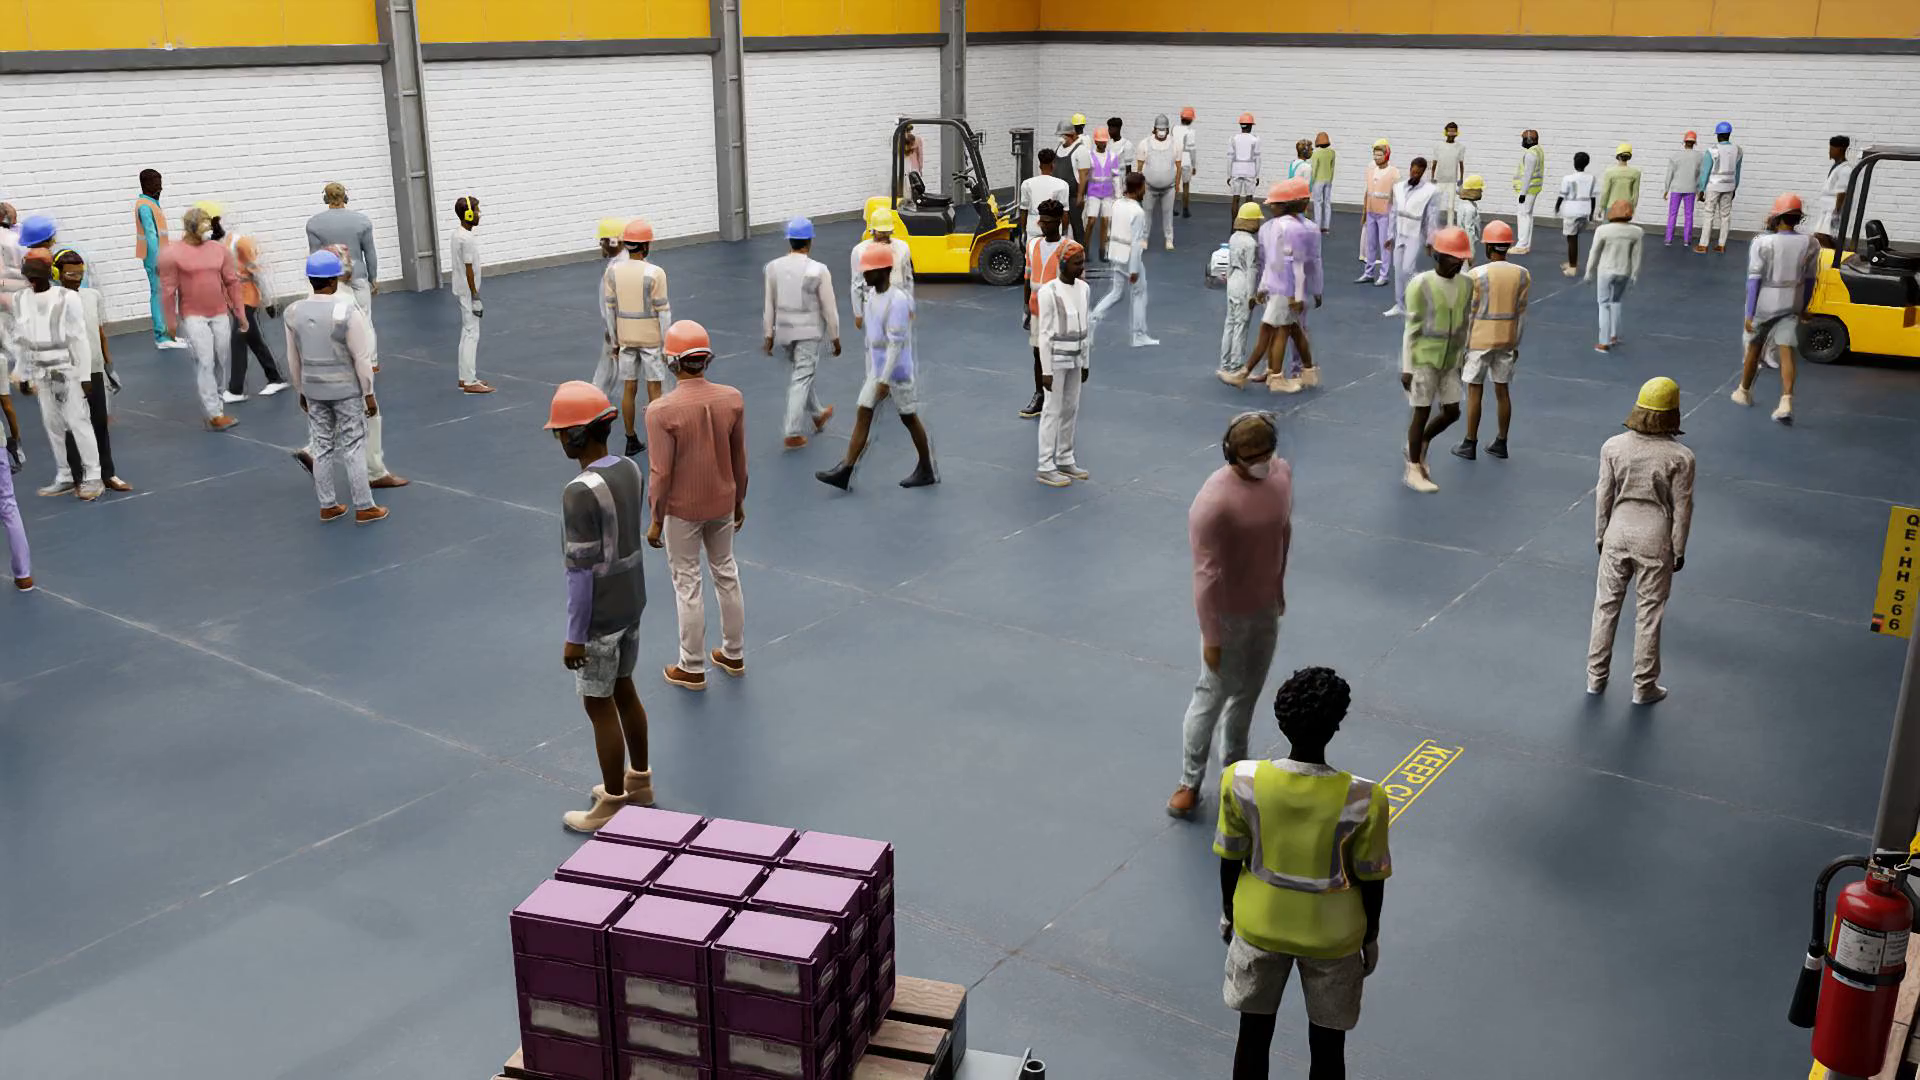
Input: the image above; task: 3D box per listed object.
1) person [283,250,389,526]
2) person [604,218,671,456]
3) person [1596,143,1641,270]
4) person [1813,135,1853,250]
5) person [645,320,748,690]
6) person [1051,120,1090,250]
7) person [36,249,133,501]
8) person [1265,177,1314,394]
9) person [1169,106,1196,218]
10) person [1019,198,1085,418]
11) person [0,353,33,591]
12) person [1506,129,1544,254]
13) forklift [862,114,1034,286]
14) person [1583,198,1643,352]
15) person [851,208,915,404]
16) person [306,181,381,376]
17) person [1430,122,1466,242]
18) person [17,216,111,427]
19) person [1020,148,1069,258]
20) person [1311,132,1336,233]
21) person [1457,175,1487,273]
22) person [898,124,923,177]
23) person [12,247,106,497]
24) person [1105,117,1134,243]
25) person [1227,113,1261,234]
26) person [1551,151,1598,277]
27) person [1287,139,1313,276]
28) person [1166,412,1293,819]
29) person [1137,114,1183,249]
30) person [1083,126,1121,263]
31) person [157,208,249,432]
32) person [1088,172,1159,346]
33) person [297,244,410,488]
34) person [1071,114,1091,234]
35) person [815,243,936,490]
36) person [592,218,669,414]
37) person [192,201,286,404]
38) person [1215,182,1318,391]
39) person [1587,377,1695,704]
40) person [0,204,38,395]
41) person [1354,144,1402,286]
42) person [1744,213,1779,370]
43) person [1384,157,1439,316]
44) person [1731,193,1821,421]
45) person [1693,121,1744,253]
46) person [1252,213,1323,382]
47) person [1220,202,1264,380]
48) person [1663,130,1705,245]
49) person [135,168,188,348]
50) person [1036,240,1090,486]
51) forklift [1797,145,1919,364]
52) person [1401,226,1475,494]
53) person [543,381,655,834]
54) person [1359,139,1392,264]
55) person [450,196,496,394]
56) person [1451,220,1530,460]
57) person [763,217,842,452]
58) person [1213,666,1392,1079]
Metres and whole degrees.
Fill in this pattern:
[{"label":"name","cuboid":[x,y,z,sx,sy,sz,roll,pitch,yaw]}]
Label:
[{"label":"person","cuboid":[-4.399,-1.057,11.713,0.614,1.947,0.388,4,18,12]},{"label":"person","cuboid":[-2.585,-1.635,13.539,0.553,1.935,0.363,5,19,16]},{"label":"person","cuboid":[9.164,-4.628,23.177,0.533,1.767,0.323,0,18,-1]},{"label":"person","cuboid":[11.760,-4.442,22.305,0.535,1.948,0.604,4,18,12]},{"label":"person","cuboid":[-1.413,-0.185,8.909,0.625,1.992,0.389,-16,24,-42]},{"label":"person","cuboid":[1.546,-5.059,24.081,0.537,2.000,0.699,-14,23,-38]},{"label":"person","cuboid":[-6.536,-1.236,12.411,0.329,1.865,0.512,10,20,29]},{"label":"person","cuboid":[3.123,-2.414,15.828,0.399,2.040,0.611,0,18,-1]},{"label":"person","cuboid":[3.899,-6.642,29.212,0.558,1.932,0.374,16,24,41]},{"label":"person","cuboid":[0.803,-2.028,14.717,0.613,1.964,0.361,13,22,35]},{"label":"person","cuboid":[-6.091,-0.559,10.300,0.508,1.862,0.326,-12,21,-32]},{"label":"person","cuboid":[8.486,-5.210,24.901,0.429,1.830,0.635,8,20,25]},{"label":"forklift","cuboid":[-0.171,-4.594,22.377,2.313,2.155,1.214,1,18,3]},{"label":"person","cuboid":[6.976,-2.835,17.816,0.510,1.616,0.519,-1,18,-2]},{"label":"person","cuboid":[-0.706,-2.156,15.362,0.604,1.818,0.403,-7,19,-21]},{"label":"person","cuboid":[-6.077,-2.566,16.454,0.629,1.936,0.373,-7,19,-20]},{"label":"person","cuboid":[7.643,-5.614,26.115,0.508,1.861,0.326,4,18,12]},{"label":"person","cuboid":[-7.612,-1.835,14.246,0.392,1.898,0.710,2,18,5]},{"label":"person","cuboid":[1.021,-3.723,20.047,0.604,1.957,0.386,5,18,16]},{"label":"person","cuboid":[5.878,-5.809,27.087,0.501,1.631,0.285,-10,20,-29]},{"label":"person","cuboid":[5.805,-3.293,19.038,0.296,1.744,0.484,1,18,3]},{"label":"person","cuboid":[-0.897,-6.405,28.730,0.527,1.772,0.306,-1,18,-4]},{"label":"person","cuboid":[-6.723,-1.232,12.378,0.632,1.875,0.342,6,19,17]},{"label":"person","cuboid":[2.426,-5.567,25.815,0.390,1.954,0.608,-13,22,-35]},{"label":"person","cuboid":[4.607,-5.938,27.005,0.543,1.932,0.376,6,19,17]},{"label":"person","cuboid":[8.410,-4.498,22.907,0.540,1.677,0.668,-5,19,-17]},{"label":"person","cuboid":[4.655,-4.560,22.836,0.348,1.846,0.506,-6,19,-19]},{"label":"person","cuboid":[1.268,0.325,7.481,0.384,1.904,0.694,17,24,42]},{"label":"person","cuboid":[3.027,-5.435,25.258,0.684,2.000,0.536,1,18,3]},{"label":"person","cuboid":[2.035,-4.976,24.002,0.564,1.931,0.420,-5,18,-15]},{"label":"person","cuboid":[-6.478,-1.901,14.427,0.823,1.900,0.648,14,22,37]},{"label":"person","cuboid":[1.750,-3.012,17.931,0.811,1.892,0.596,-8,19,-24]},{"label":"person","cuboid":[-4.633,-1.284,12.534,0.691,1.881,0.662,-9,20,-25]},{"label":"person","cuboid":[1.914,-5.905,26.909,0.375,1.925,0.595,8,19,23]},{"label":"person","cuboid":[-0.608,-1.274,12.494,1.000,1.880,0.560,-11,21,-32]},{"label":"person","cuboid":[-3.050,-1.973,14.864,0.963,1.770,0.617,-6,19,-17]},{"label":"person","cuboid":[-6.761,-2.216,15.466,0.635,1.854,0.903,10,20,29]},{"label":"person","cuboid":[2.985,-2.393,15.822,1.055,1.983,0.638,0,18,-1]},{"label":"person","cuboid":[3.572,0.003,8.730,0.487,1.744,0.294,14,23,37]},{"label":"person","cuboid":[-8.923,-2.237,15.631,0.696,1.809,0.536,3,18,10]},{"label":"person","cuboid":[5.563,-4.296,22.009,0.373,1.843,0.572,-12,21,-32]},{"label":"person","cuboid":[8.199,-2.518,16.794,0.545,1.620,0.455,-4,18,-13]},{"label":"person","cuboid":[5.338,-3.583,19.718,0.447,1.891,0.575,-12,21,-32]},{"label":"person","cuboid":[7.335,-2.083,14.887,0.625,1.999,1.075,2,18,6]},{"label":"person","cuboid":[11.352,-5.265,24.896,0.605,1.939,0.416,-2,18,-6]},{"label":"person","cuboid":[3.145,-2.425,16.089,0.696,1.896,0.394,11,21,31]},{"label":"person","cuboid":[2.802,-2.455,16.417,0.319,1.742,0.492,-5,18,-15]},{"label":"person","cuboid":[11.221,-5.454,25.782,0.567,1.750,0.335,4,18,12]},{"label":"person","cuboid":[-8.677,-3.031,17.945,0.392,1.914,0.587,-8,19,-23]},{"label":"person","cuboid":[0.795,-1.354,12.767,0.345,1.878,0.581,15,23,40]},{"label":"forklift","cuboid":[9.803,-2.879,17.013,2.313,2.155,1.214,12,21,33]},{"label":"person","cuboid":[3.569,-1.356,12.533,0.641,2.028,0.518,-7,19,-21]},{"label":"person","cuboid":[-1.593,0.302,7.341,0.410,2.029,0.612,3,18,11]},{"label":"person","cuboid":[5.997,-4.876,23.954,0.326,1.767,0.533,-1,18,-2]},{"label":"person","cuboid":[-4.666,-2.326,15.841,0.340,1.857,0.512,-8,19,-23]},{"label":"person","cuboid":[4.290,-1.612,13.491,0.542,1.928,0.400,-3,18,-10]},{"label":"person","cuboid":[-1.265,-1.745,13.935,0.645,1.897,0.963,9,20,27]},{"label":"person","cuboid":[1.035,1.190,5.091,0.532,1.697,0.319,7,19,20]}]
